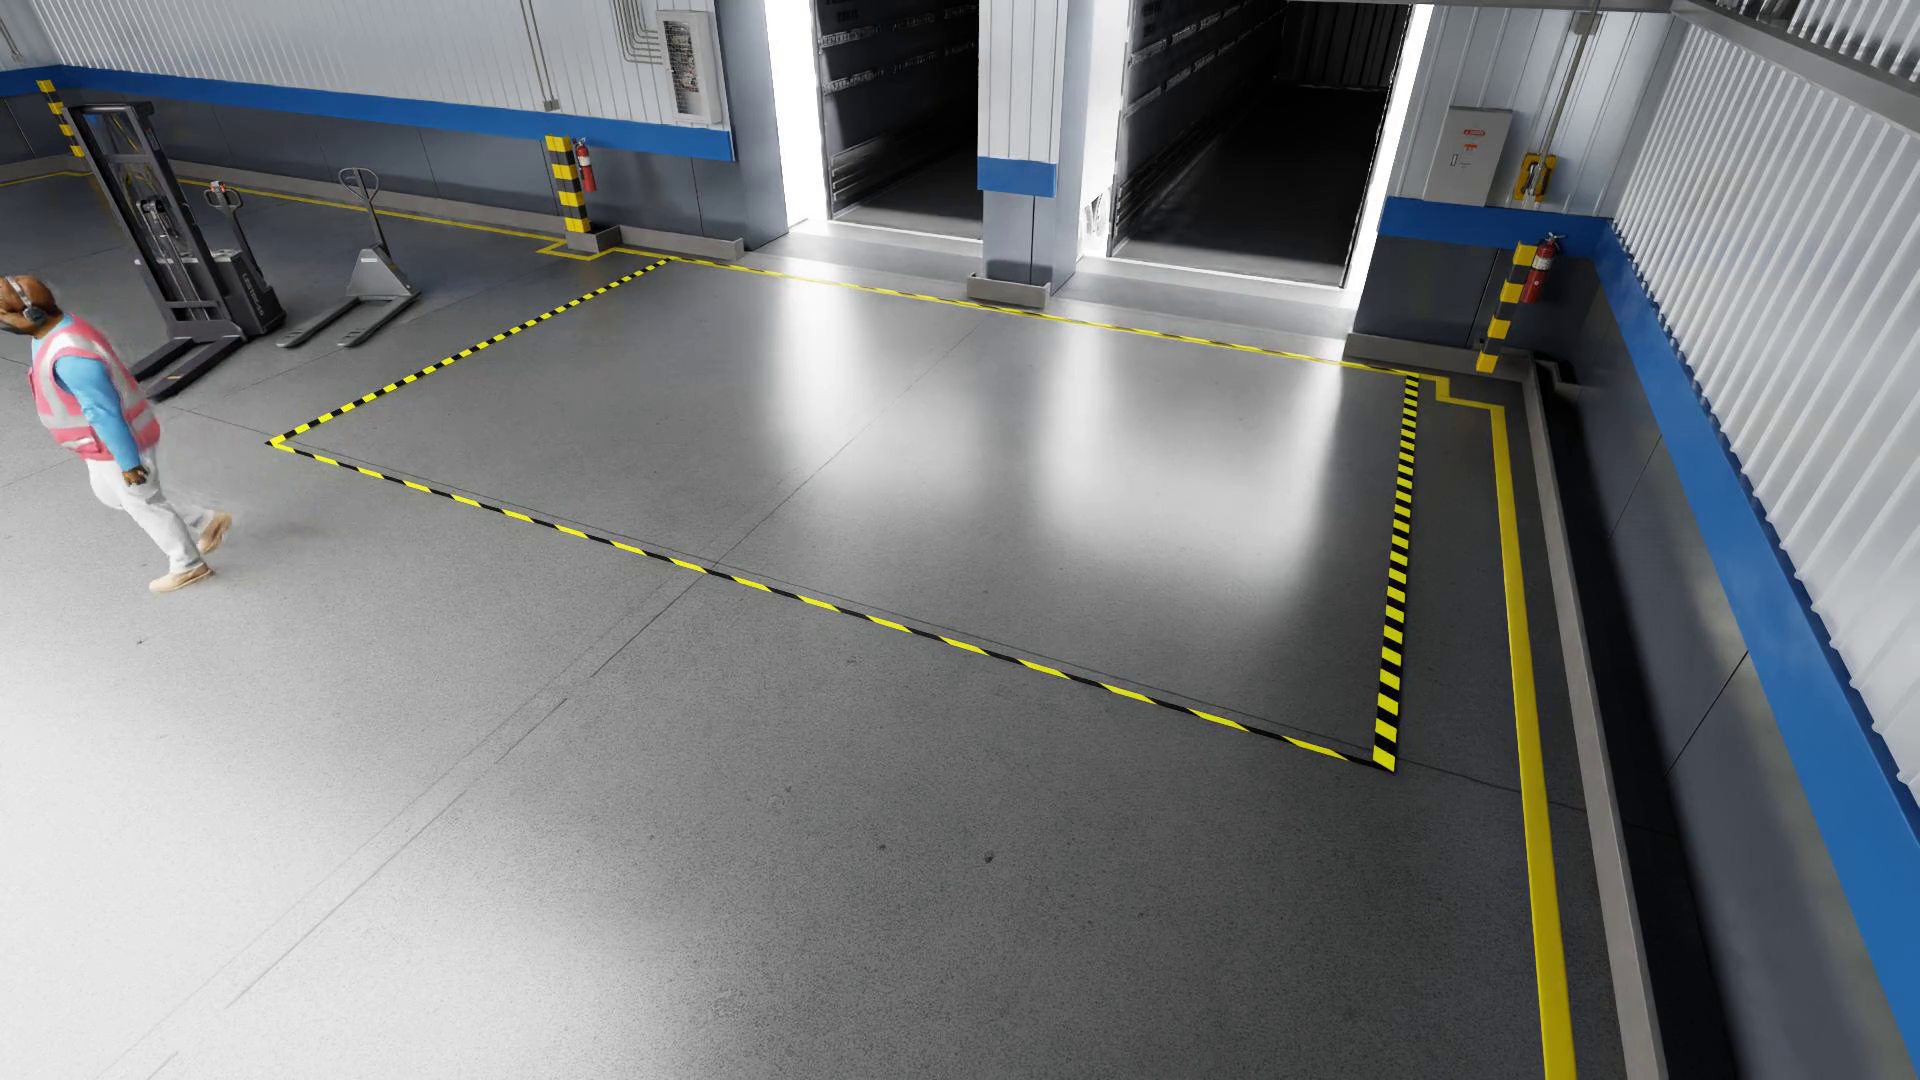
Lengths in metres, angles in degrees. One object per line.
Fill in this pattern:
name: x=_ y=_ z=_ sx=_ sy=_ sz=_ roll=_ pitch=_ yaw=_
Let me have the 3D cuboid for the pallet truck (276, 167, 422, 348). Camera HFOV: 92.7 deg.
pallet truck: x=-5.732 y=-2.611 z=8.414 sx=0.680 sy=1.201 sz=1.601 roll=-1 pitch=35 yaw=-1

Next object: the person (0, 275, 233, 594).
person: x=-4.502 y=-0.544 z=4.942 sx=0.519 sy=1.828 sz=0.636 roll=-29 pitch=44 yaw=-35

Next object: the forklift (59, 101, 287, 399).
forklift: x=-6.686 y=-2.387 z=7.434 sx=0.823 sy=1.965 sz=1.885 roll=-3 pitch=35 yaw=-5
